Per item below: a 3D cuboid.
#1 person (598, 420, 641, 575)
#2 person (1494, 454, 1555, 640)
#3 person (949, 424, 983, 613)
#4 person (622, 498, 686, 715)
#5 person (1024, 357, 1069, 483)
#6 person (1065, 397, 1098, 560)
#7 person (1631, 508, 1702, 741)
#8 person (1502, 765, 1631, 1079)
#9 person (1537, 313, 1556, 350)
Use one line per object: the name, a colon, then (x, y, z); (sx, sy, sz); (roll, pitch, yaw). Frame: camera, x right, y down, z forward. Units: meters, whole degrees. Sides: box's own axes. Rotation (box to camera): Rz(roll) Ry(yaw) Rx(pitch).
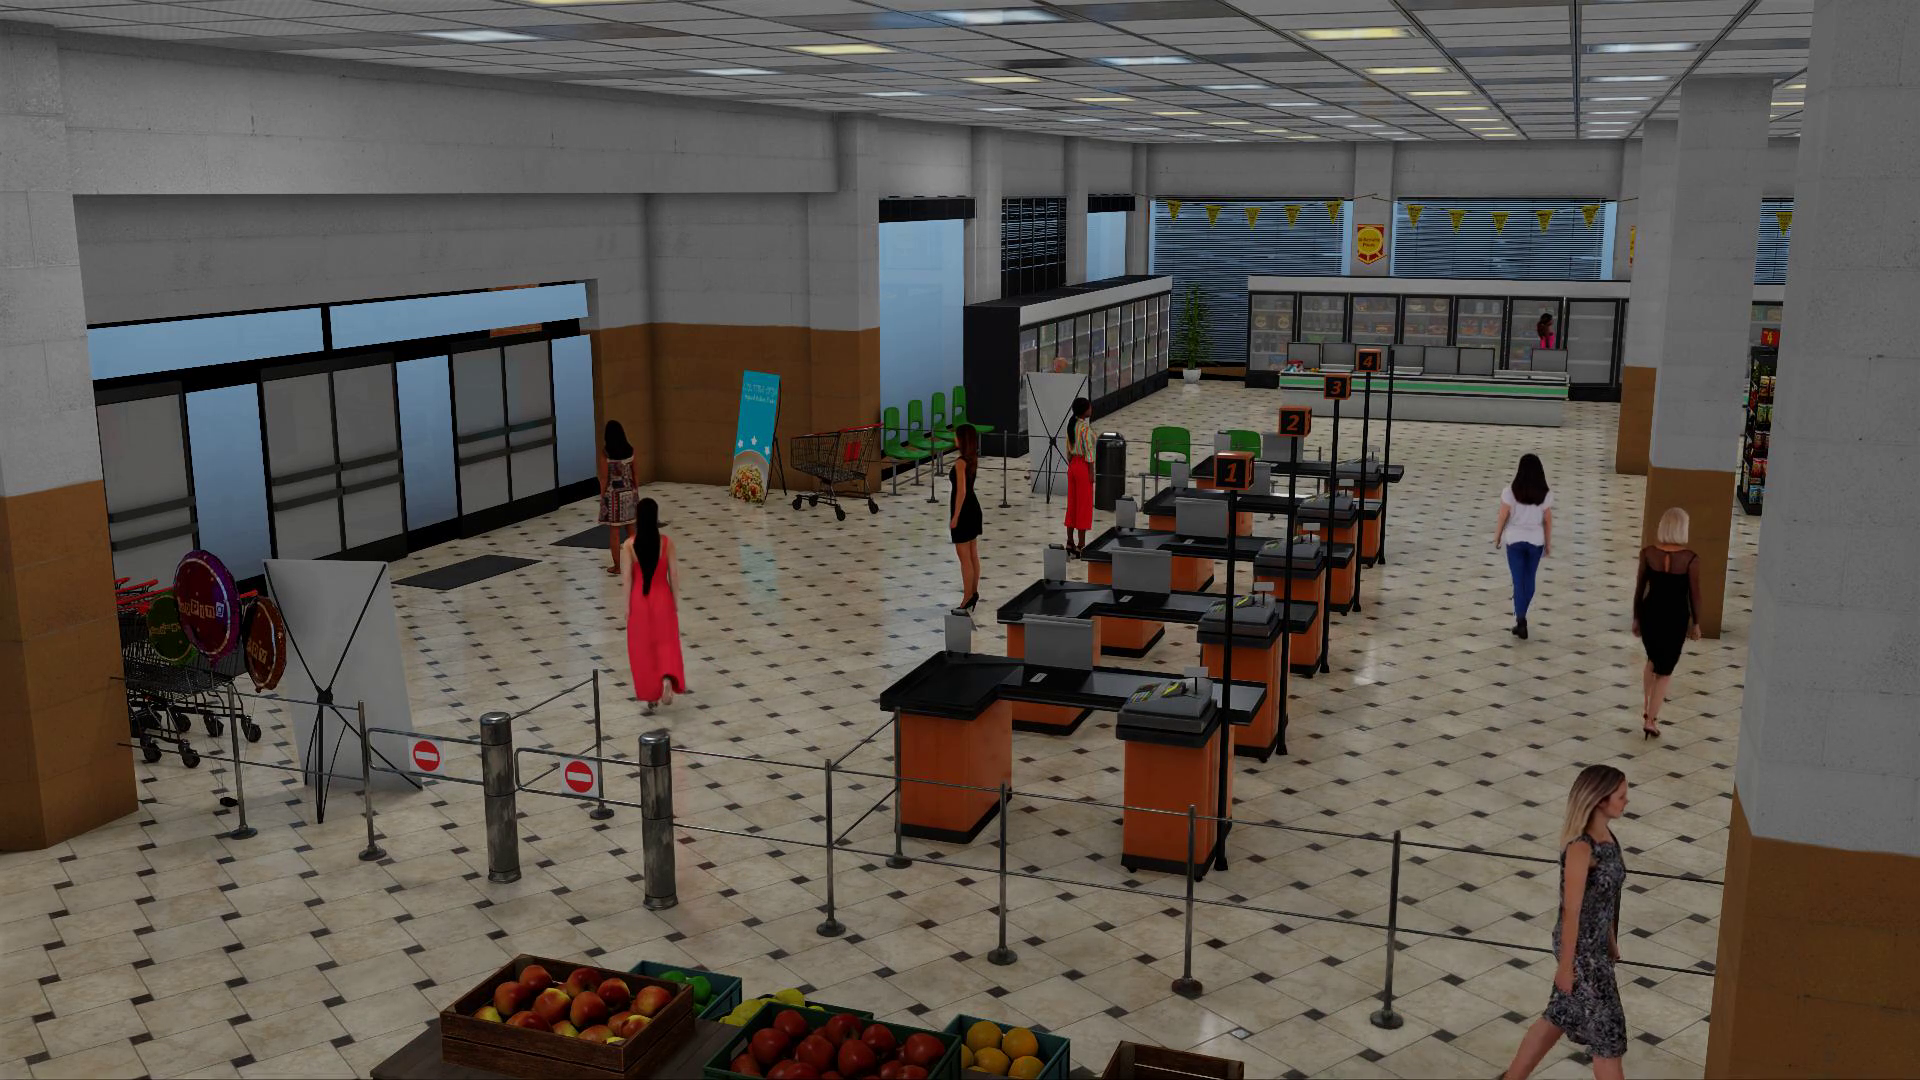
person: (-3.640, -0.467, 17.776); (0.724, 1.643, 0.731); (-8, 15, -35)
person: (5.135, 0.097, 15.070); (0.981, 1.655, 0.837); (1, 12, 4)
person: (0.053, -0.210, 16.093); (0.511, 1.834, 0.576); (4, 13, 20)
person: (-2.368, 0.544, 12.800); (0.869, 1.715, 0.899); (-4, 12, -17)
person: (1.479, -1.597, 22.866); (1.175, 1.758, 0.749); (5, 13, 24)
person: (1.339, -0.700, 18.516); (0.737, 1.793, 0.652); (-8, 14, -32)
person: (5.174, 0.641, 12.310); (0.793, 1.727, 0.753); (-11, 16, -42)
person: (2.575, 1.765, 7.108); (1.011, 1.670, 0.699); (7, 14, 30)
person: (11.231, -3.505, 32.013); (0.604, 1.722, 0.601); (2, 12, 9)
